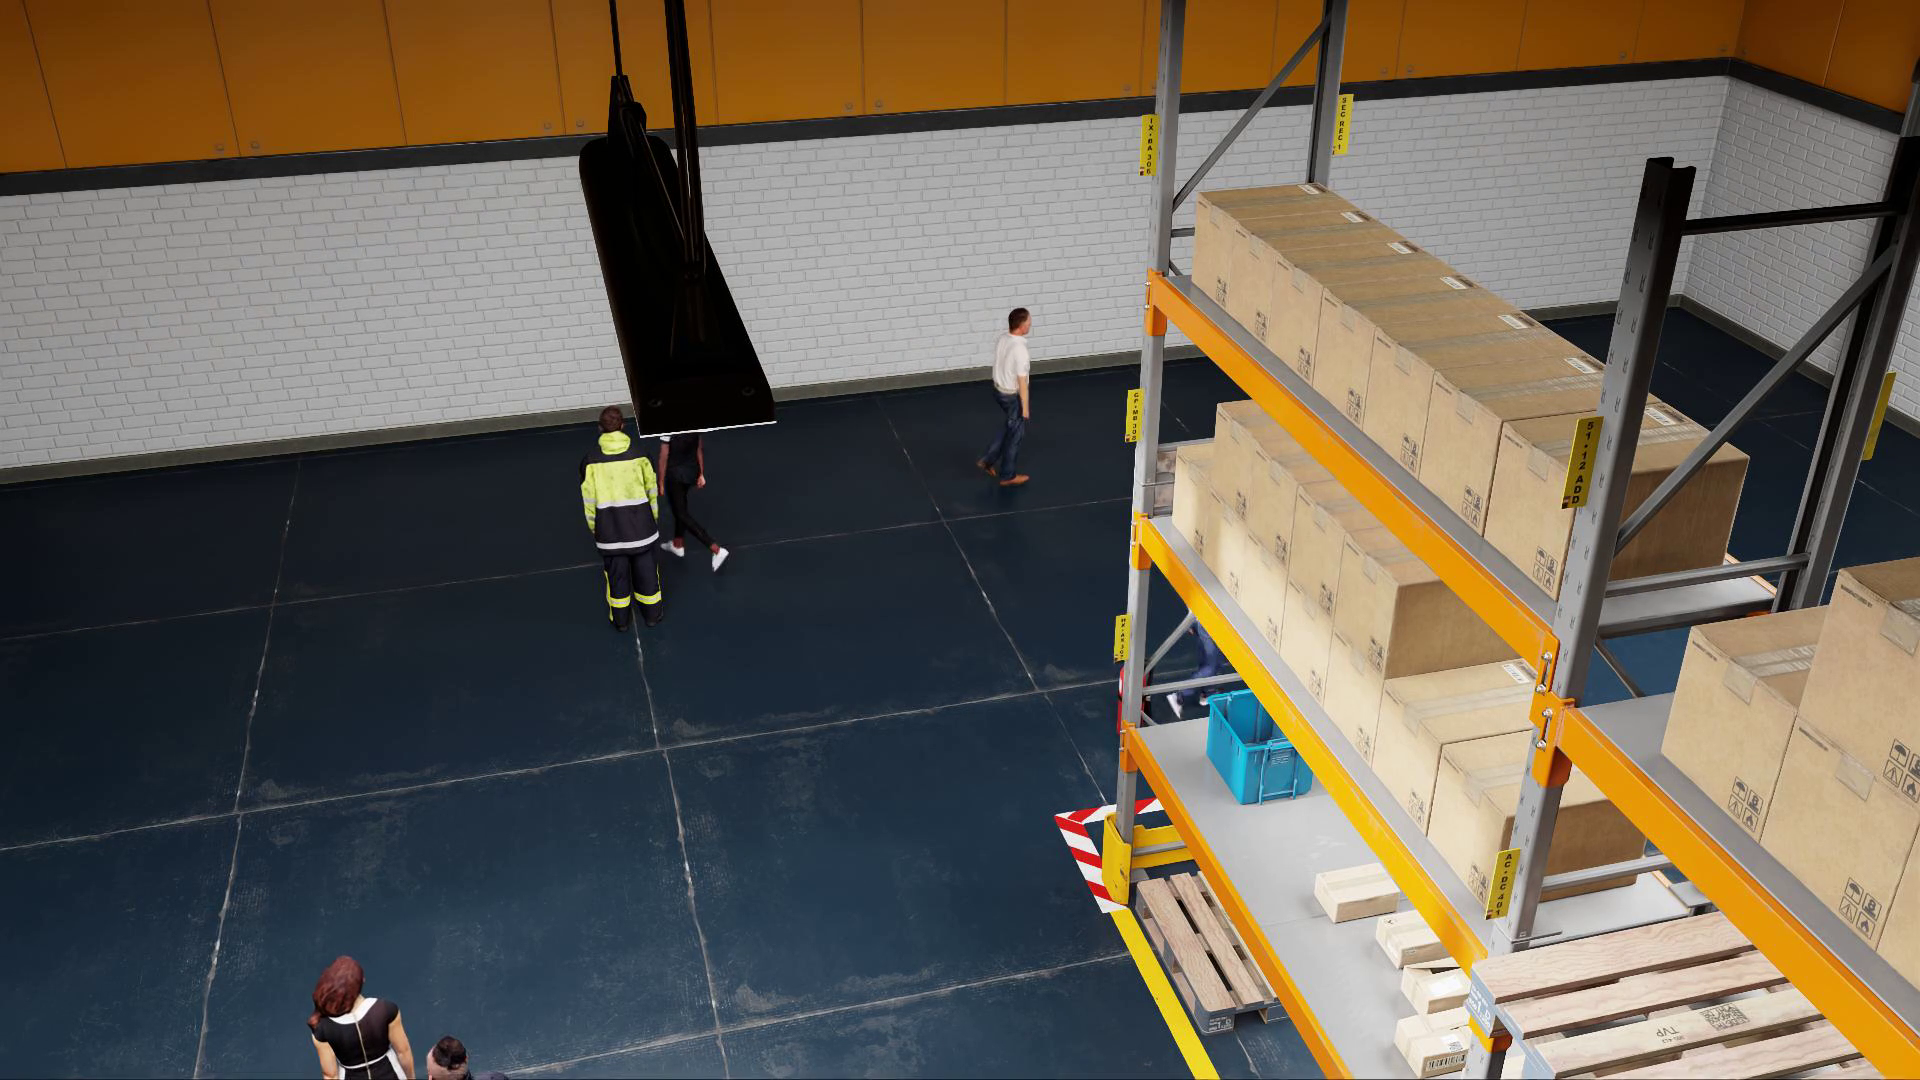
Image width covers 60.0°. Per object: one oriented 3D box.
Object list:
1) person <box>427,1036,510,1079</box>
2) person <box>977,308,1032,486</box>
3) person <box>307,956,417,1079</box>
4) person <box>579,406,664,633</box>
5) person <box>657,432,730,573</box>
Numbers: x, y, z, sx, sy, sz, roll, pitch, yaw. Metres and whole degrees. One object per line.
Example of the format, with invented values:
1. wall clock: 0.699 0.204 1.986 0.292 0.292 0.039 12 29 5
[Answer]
1. person: -2.258 3.086 7.836 0.982 1.842 1.078 -24 36 -36
2. person: 0.400 -1.344 15.966 0.802 1.834 0.748 -13 31 -22
3. person: -2.953 2.809 8.393 0.612 1.795 0.536 -12 31 -21
4. person: -2.768 -0.175 13.673 0.758 1.979 0.616 -8 30 -14
5. person: -2.382 -0.510 14.577 1.150 1.700 1.079 16 33 27
